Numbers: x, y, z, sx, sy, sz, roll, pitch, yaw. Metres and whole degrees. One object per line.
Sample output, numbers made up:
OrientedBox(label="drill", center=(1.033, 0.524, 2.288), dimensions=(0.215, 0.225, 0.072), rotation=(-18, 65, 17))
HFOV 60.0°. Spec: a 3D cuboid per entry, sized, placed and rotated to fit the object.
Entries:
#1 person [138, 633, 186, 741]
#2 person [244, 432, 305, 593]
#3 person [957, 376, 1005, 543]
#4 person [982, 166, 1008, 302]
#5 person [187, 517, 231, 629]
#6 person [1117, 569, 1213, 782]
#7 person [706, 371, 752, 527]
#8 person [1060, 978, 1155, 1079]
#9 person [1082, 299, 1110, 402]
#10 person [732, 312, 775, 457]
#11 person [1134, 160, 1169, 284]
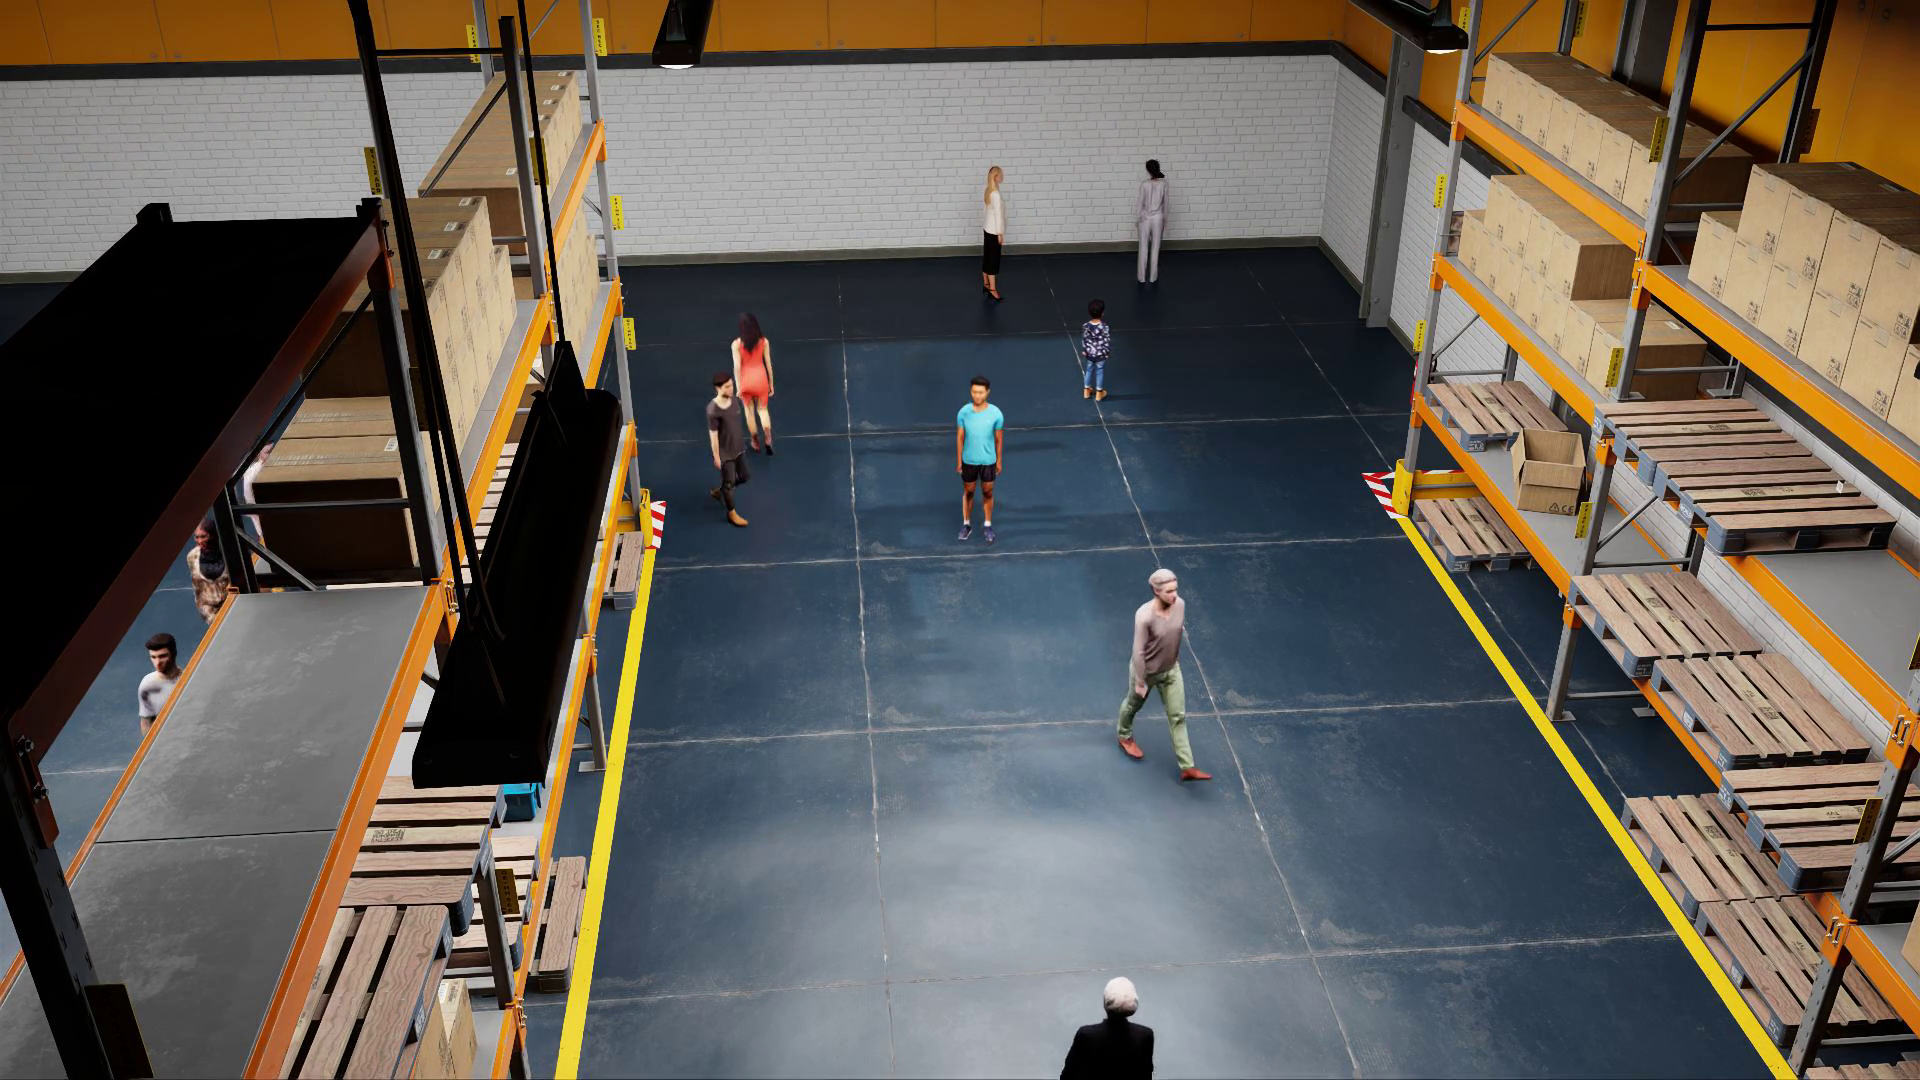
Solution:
OrientedBox(label="person", center=(-5.743, 1.481, 12.466), dimensions=(0.704, 1.842, 1.153), rotation=(-2, 29, -3))
OrientedBox(label="person", center=(-6.509, -0.234, 15.722), dimensions=(0.886, 1.735, 0.803), rotation=(10, 30, 18))
OrientedBox(label="person", center=(0.193, -0.815, 16.746), dimensions=(0.649, 1.775, 0.567), rotation=(3, 29, 5))
OrientedBox(label="person", center=(0.471, -4.223, 22.908), dimensions=(0.717, 1.856, 0.538), rotation=(-9, 30, -17))
OrientedBox(label="person", center=(-6.254, 0.558, 14.220), dimensions=(0.622, 1.784, 0.728), rotation=(-5, 29, -10))
OrientedBox(label="person", center=(1.501, 1.026, 13.318), dimensions=(1.087, 1.826, 1.349), rotation=(-17, 33, -28))
OrientedBox(label="person", center=(-2.433, -0.968, 17.102), dimensions=(0.900, 1.702, 0.852), rotation=(16, 33, 27))
OrientedBox(label="person", center=(0.793, 3.276, 9.467), dimensions=(0.753, 1.748, 0.962), rotation=(-1, 29, -2))
OrientedBox(label="person", center=(1.629, -2.295, 20.006), dimensions=(0.573, 1.251, 0.608), rotation=(12, 31, 21))
OrientedBox(label="person", center=(-2.274, -1.680, 18.407), dimensions=(0.723, 1.703, 0.953), rotation=(-9, 30, -17))
OrientedBox(label="person", center=(2.703, -4.511, 23.528), dimensions=(0.600, 1.768, 0.488), rotation=(1, 29, 2))
